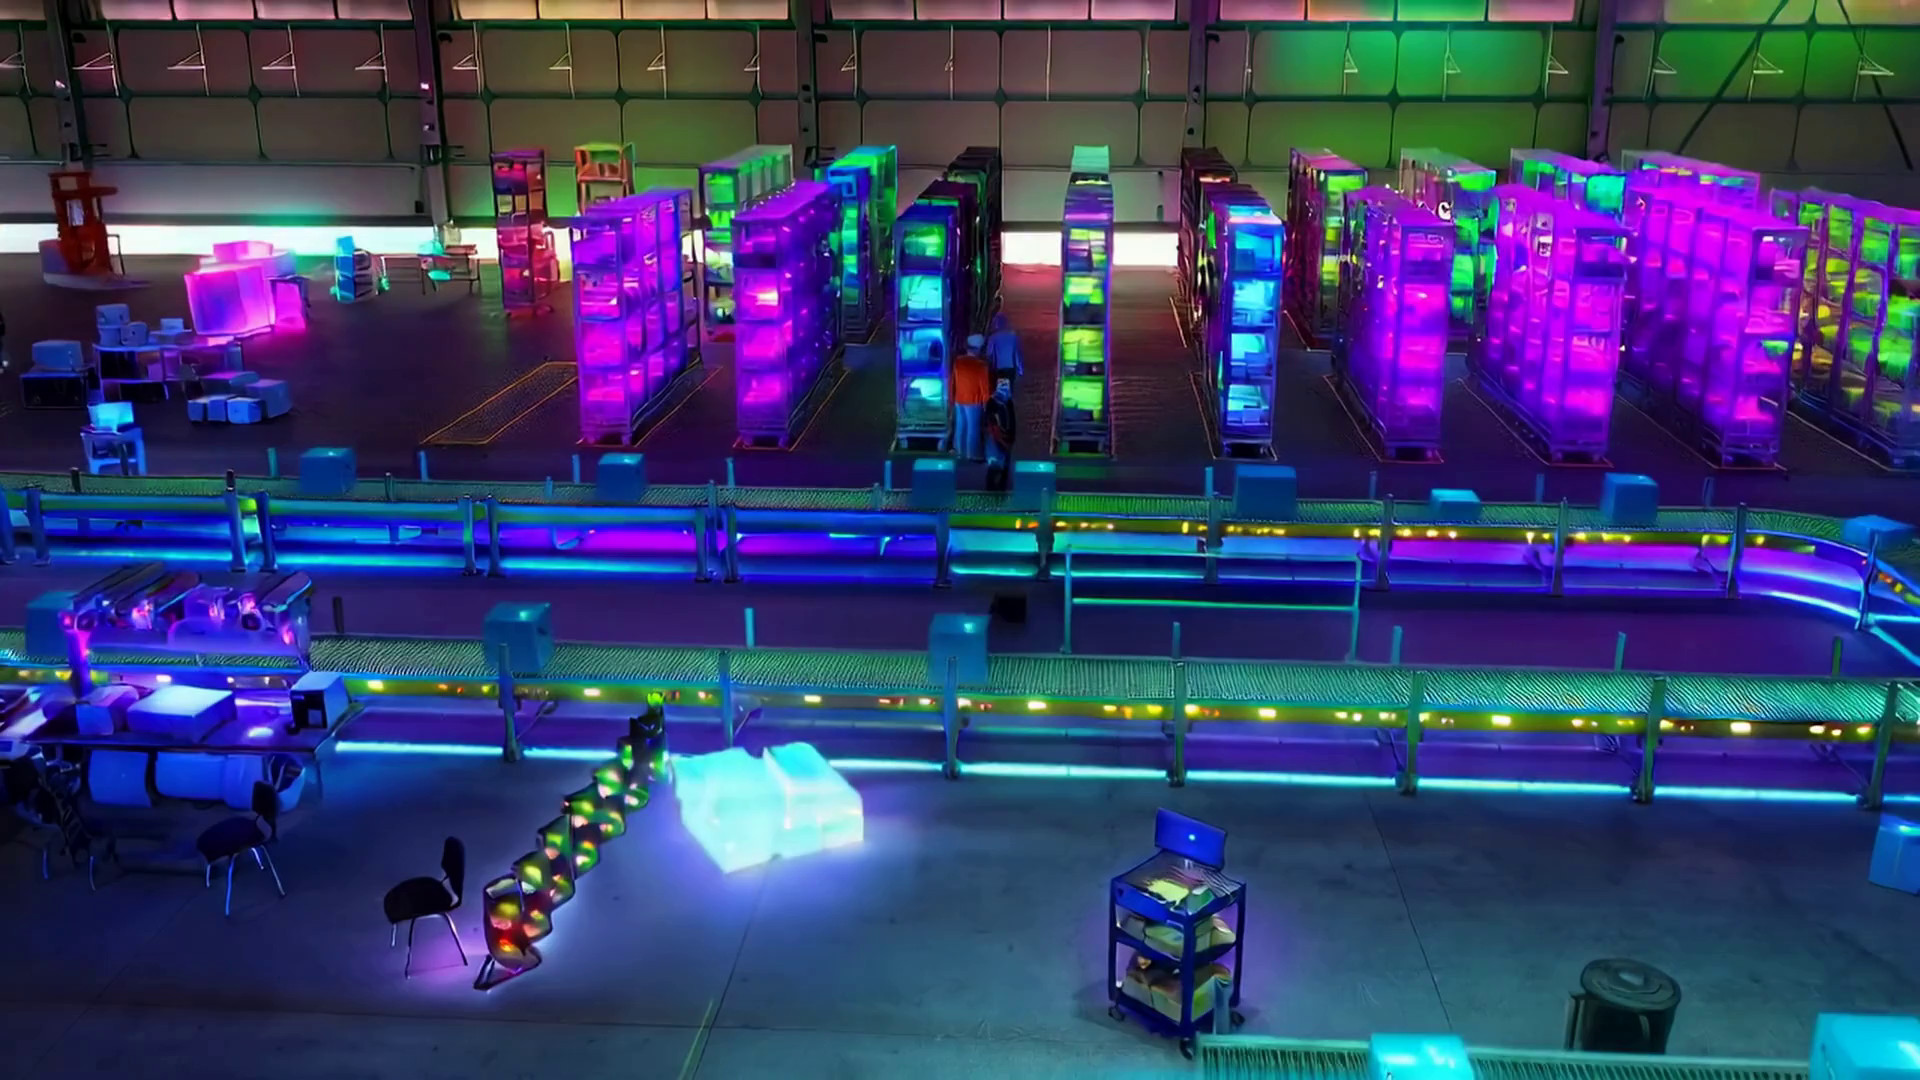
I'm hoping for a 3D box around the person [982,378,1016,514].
[{"bbox_3d":[0.557,-1.241,22.389,0.409,1.903,0.639,8,19,23],"label":"person"}]

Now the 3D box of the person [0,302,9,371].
[{"bbox_3d":[-18.403,-4.100,31.445,0.606,1.914,0.783,-9,19,-25],"label":"person"}]

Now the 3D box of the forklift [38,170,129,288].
[{"bbox_3d":[-22.149,-7.832,41.697,1.873,2.768,1.129,9,19,26],"label":"forklift"}]

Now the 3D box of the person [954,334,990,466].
[{"bbox_3d":[0.188,-2.111,25.029,0.618,1.983,0.431,12,21,34],"label":"person"}]

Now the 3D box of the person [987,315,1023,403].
[{"bbox_3d":[0.737,-2.843,27.654,0.588,1.797,0.994,3,18,8],"label":"person"}]
